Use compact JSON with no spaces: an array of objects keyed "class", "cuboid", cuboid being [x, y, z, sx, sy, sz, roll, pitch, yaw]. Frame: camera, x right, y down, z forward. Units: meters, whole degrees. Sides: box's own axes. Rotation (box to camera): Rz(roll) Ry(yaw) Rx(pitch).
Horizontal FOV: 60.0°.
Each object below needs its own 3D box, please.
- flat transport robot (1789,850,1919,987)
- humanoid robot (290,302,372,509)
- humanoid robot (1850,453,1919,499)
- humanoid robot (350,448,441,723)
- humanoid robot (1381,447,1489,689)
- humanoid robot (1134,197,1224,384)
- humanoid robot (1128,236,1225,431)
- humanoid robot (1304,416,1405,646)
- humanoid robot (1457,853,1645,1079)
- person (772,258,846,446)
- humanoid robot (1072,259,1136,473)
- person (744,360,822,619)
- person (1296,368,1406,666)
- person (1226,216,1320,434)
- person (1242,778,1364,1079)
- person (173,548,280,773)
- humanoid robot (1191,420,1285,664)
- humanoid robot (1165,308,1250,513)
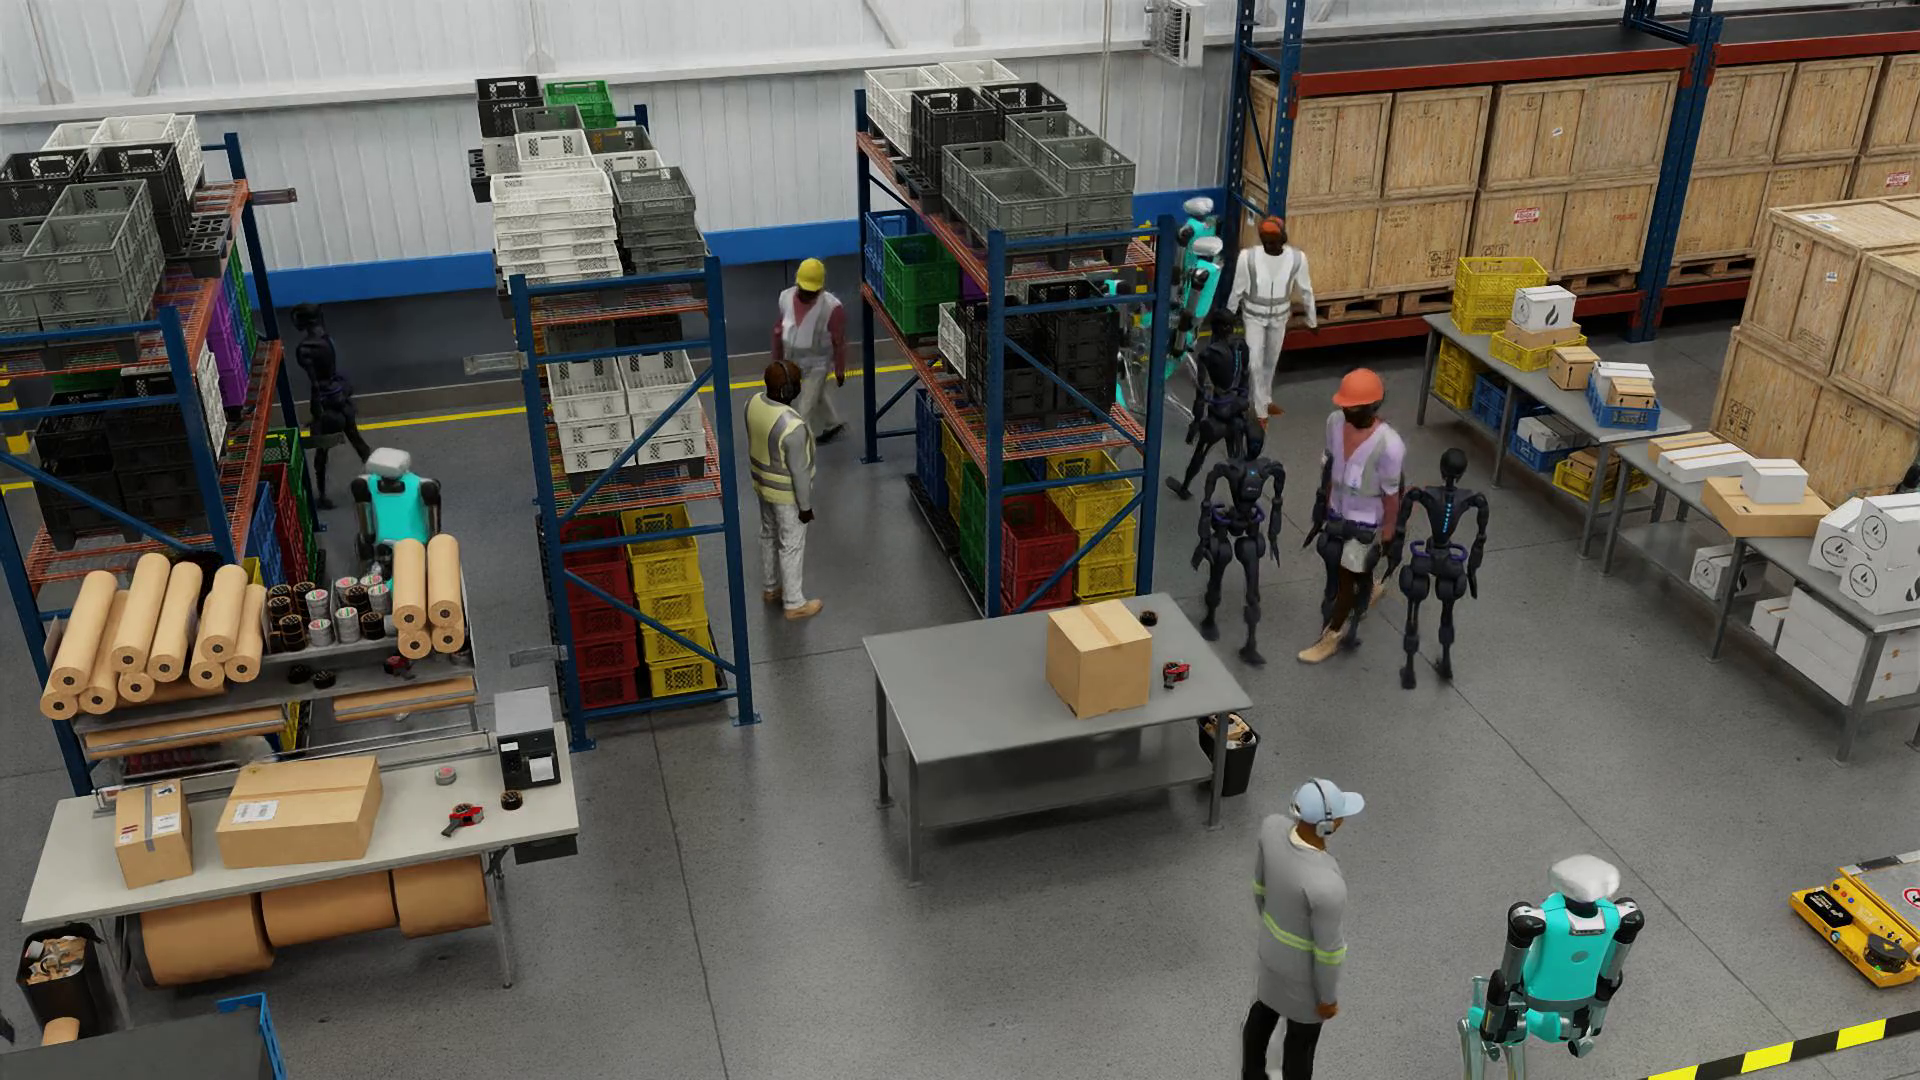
[{"class":"flat transport robot","cuboid":[5.163,1.916,8.676,1.431,0.231,0.659,-8,30,-14]},{"class":"humanoid robot","cuboid":[-4.763,-1.015,12.562,0.685,1.632,0.601,-2,29,-4]},{"class":"humanoid robot","cuboid":[6.394,-0.308,11.201,0.545,1.756,0.952,-10,30,-17]},{"class":"humanoid robot","cuboid":[-3.383,0.321,10.044,0.552,1.738,1.039,1,29,3]},{"class":"humanoid robot","cuboid":[2.951,0.178,10.371,0.594,1.657,0.328,4,29,7]},{"class":"humanoid robot","cuboid":[1.874,-2.197,14.623,0.549,1.743,0.910,-25,38,-38]},{"class":"humanoid robot","cuboid":[1.692,-1.683,13.720,1.039,1.727,0.540,12,31,21]},{"class":"humanoid robot","cuboid":[2.524,-0.024,10.750,0.611,1.643,0.362,15,32,25]},{"class":"humanoid robot","cuboid":[2.405,1.892,7.054,0.533,1.678,0.735,-2,29,-4]},{"class":"person","cuboid":[-1.179,-1.431,13.209,0.616,1.772,0.934,17,33,28]},{"class":"humanoid robot","cuboid":[1.123,-1.242,12.894,0.549,1.776,0.794,-8,30,-15]},{"class":"person","cuboid":[-1.169,-0.343,11.166,0.431,1.836,0.617,-20,35,-32]},{"class":"person","cuboid":[2.562,-0.192,10.705,0.846,2.015,0.621,-18,33,-29]},{"class":"person","cuboid":[2.597,-1.792,13.782,0.789,1.845,0.715,-2,29,-3]},{"class":"person","cuboid":[1.533,1.805,7.267,0.574,1.843,0.596,-11,31,-19]},{"class":"person","cuboid":[-3.973,0.909,8.790,0.898,1.920,0.603,-8,30,-13]},{"class":"humanoid robot","cuboid":[1.796,-0.001,10.716,0.584,1.635,0.644,-5,29,-9]},{"class":"humanoid robot","cuboid":[1.948,-0.975,12.513,0.608,1.620,0.783,-21,35,-33]}]
